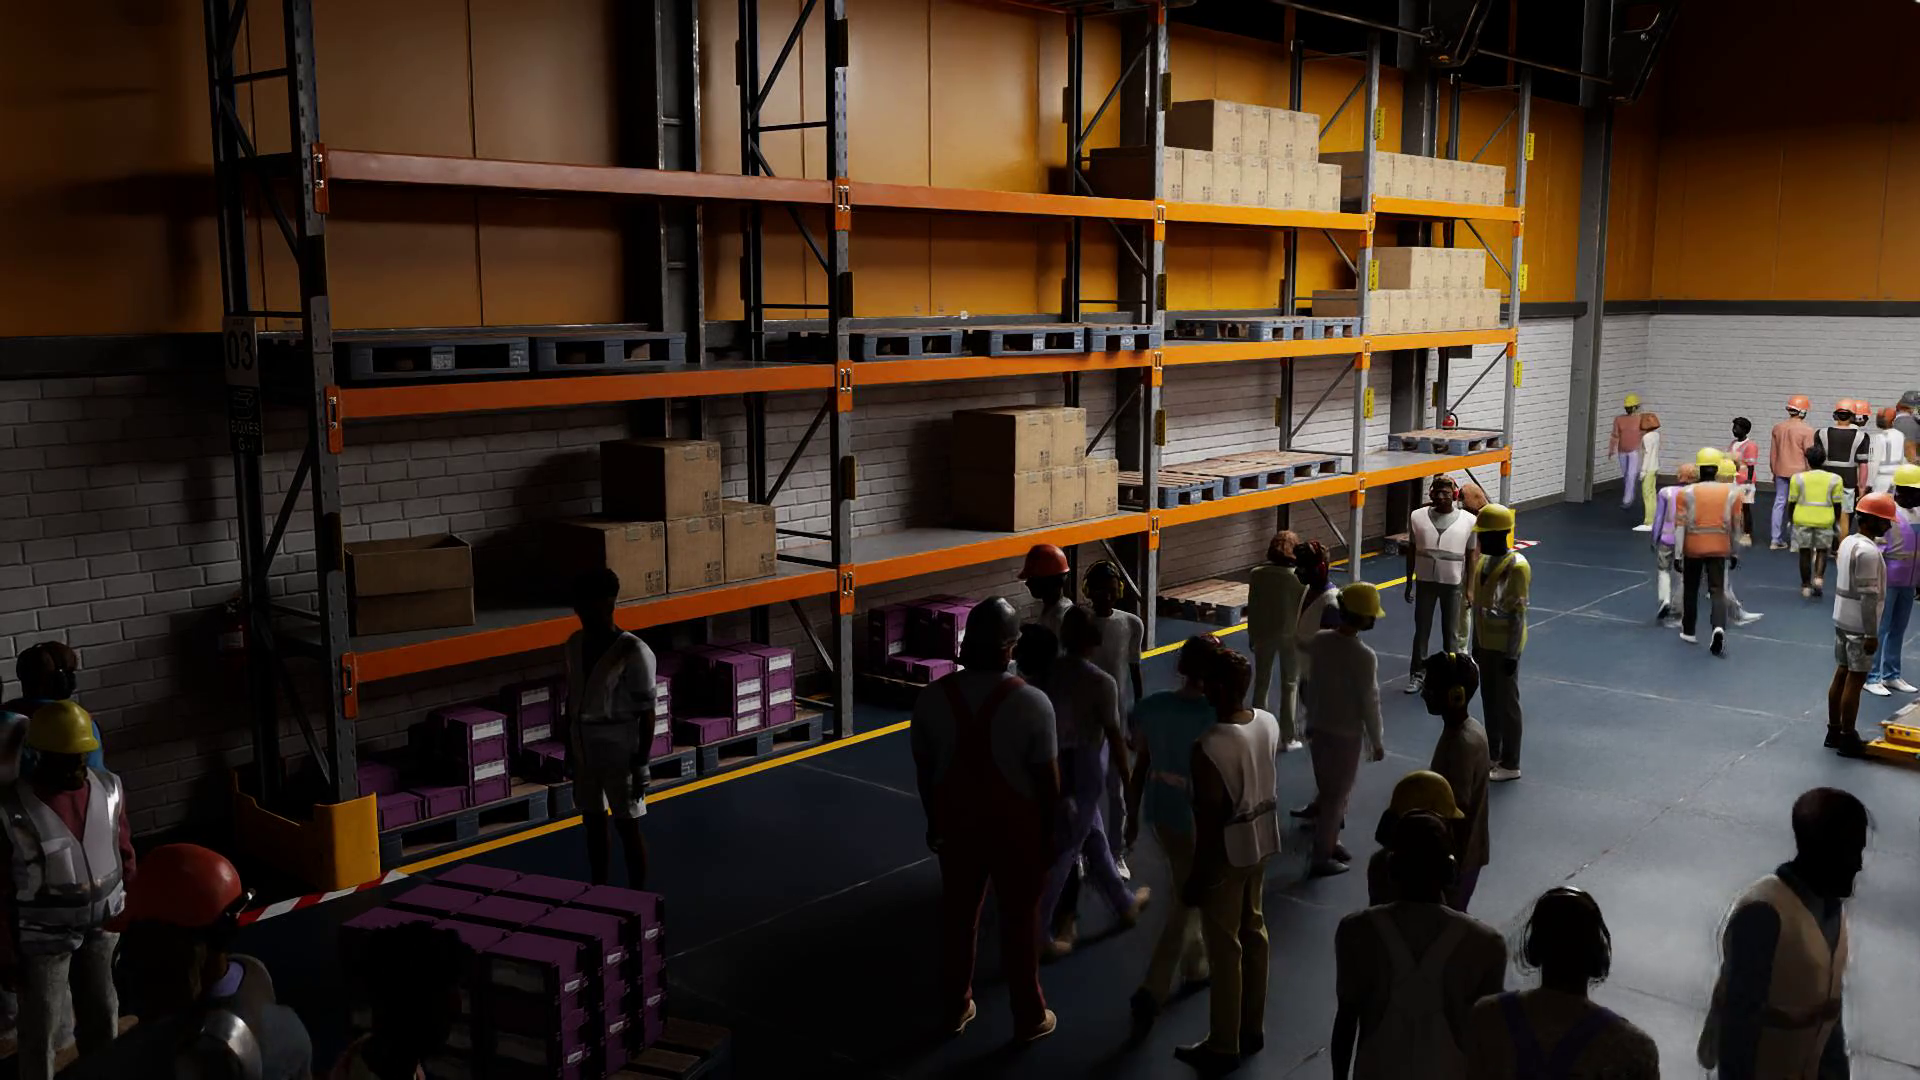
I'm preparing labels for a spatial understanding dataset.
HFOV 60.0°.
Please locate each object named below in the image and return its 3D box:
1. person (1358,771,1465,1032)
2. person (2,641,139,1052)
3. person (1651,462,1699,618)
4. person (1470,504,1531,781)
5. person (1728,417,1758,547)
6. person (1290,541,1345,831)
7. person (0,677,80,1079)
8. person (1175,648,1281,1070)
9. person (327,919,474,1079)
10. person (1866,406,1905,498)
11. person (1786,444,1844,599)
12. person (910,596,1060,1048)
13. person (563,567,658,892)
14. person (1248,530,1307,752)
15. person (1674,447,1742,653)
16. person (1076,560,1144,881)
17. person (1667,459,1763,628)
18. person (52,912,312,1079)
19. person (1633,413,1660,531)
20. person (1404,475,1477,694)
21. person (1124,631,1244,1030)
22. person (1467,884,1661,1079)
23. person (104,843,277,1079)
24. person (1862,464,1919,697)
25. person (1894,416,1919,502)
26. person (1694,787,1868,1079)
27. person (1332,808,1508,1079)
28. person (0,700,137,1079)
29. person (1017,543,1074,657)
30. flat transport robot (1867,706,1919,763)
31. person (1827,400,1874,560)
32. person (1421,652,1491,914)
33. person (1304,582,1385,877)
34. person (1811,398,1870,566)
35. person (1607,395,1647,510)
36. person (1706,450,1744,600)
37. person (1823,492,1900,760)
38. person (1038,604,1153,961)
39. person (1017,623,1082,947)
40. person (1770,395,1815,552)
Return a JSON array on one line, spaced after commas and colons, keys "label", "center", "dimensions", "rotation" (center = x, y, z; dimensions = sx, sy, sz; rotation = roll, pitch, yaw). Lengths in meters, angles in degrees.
[{"label": "person", "center": [1.578, 1.659, 5.876], "dimensions": [0.338, 1.735, 0.488], "rotation": [-1, 9, -5]}, {"label": "person", "center": [-4.029, 1.362, 7.437], "dimensions": [0.625, 1.843, 0.430], "rotation": [3, 9, 17]}, {"label": "person", "center": [7.252, 0.026, 16.750], "dimensions": [0.534, 1.613, 0.402], "rotation": [3, 9, 19]}, {"label": "person", "center": [3.691, 0.700, 11.478], "dimensions": [0.406, 1.918, 0.581], "rotation": [-2, 9, -13]}, {"label": "person", "center": [10.120, -0.752, 21.570], "dimensions": [0.322, 1.690, 0.536], "rotation": [-1, 9, -6]}, {"label": "person", "center": [2.262, 0.910, 10.411], "dimensions": [0.417, 1.828, 0.562], "rotation": [0, 9, 0]}, {"label": "person", "center": [-4.126, 1.413, 7.139], "dimensions": [0.638, 1.832, 0.432], "rotation": [2, 9, 12]}, {"label": "person", "center": [1.186, 1.386, 7.258], "dimensions": [0.392, 1.847, 0.563], "rotation": [8, 12, 40]}, {"label": "person", "center": [-1.377, 1.852, 3.957], "dimensions": [0.446, 1.932, 0.675], "rotation": [-1, 9, -5]}, {"label": "person", "center": [11.611, -0.724, 20.779], "dimensions": [0.675, 1.883, 0.622], "rotation": [-5, 10, -30]}, {"label": "person", "center": [9.217, -0.196, 17.967], "dimensions": [0.548, 1.677, 0.366], "rotation": [3, 9, 21]}, {"label": "person", "center": [0.151, 1.251, 7.511], "dimensions": [0.677, 2.000, 0.536], "rotation": [3, 9, 21]}, {"label": "person", "center": [-1.850, 1.106, 8.686], "dimensions": [0.614, 1.963, 0.361], "rotation": [6, 11, 33]}, {"label": "person", "center": [2.342, 0.738, 12.164], "dimensions": [0.504, 1.623, 0.284], "rotation": [5, 10, 28]}, {"label": "person", "center": [6.955, 0.082, 15.492], "dimensions": [0.598, 1.900, 0.855], "rotation": [2, 9, 12]}, {"label": "person", "center": [0.799, 1.030, 9.533], "dimensions": [0.509, 1.860, 0.334], "rotation": [0, 9, 0]}, {"label": "person", "center": [7.450, 0.053, 16.351], "dimensions": [0.912, 1.693, 0.483], "rotation": [3, 9, 16]}, {"label": "person", "center": [-1.907, 1.829, 4.147], "dimensions": [0.368, 1.936, 0.637], "rotation": [9, 12, 44]}, {"label": "person", "center": [9.484, -0.938, 22.934], "dimensions": [0.268, 1.632, 0.506], "rotation": [7, 11, 37]}, {"label": "person", "center": [3.980, 0.374, 13.788], "dimensions": [0.563, 1.847, 0.389], "rotation": [4, 10, 23]}, {"label": "person", "center": [1.020, 1.335, 7.734], "dimensions": [0.604, 1.810, 0.846], "rotation": [7, 12, 40]}, {"label": "person", "center": [1.640, 1.823, 4.509], "dimensions": [0.561, 1.821, 0.801], "rotation": [7, 11, 37]}, {"label": "person", "center": [-1.893, 1.758, 4.229], "dimensions": [0.396, 2.042, 0.610], "rotation": [-2, 9, -15]}, {"label": "person", "center": [7.801, 0.328, 13.820], "dimensions": [0.585, 1.929, 0.371], "rotation": [-4, 9, -22]}, {"label": "person", "center": [12.611, -0.843, 22.240], "dimensions": [0.335, 1.672, 0.612], "rotation": [-1, 9, -6]}, {"label": "person", "center": [2.531, 1.694, 5.215], "dimensions": [0.676, 1.880, 0.367], "rotation": [-6, 11, -36]}, {"label": "person", "center": [1.393, 1.727, 5.102], "dimensions": [0.503, 1.840, 0.342], "rotation": [3, 9, 17]}, {"label": "person", "center": [-3.489, 1.516, 6.512], "dimensions": [0.403, 1.824, 0.591], "rotation": [5, 10, 31]}, {"label": "person", "center": [0.520, 0.971, 9.689], "dimensions": [0.387, 1.929, 0.543], "rotation": [0, 9, 2]}, {"label": "flat transport robot", "center": [7.230, 1.405, 12.204], "dimensions": [0.652, 0.197, 1.431], "rotation": [8, 12, 43]}, {"label": "person", "center": [10.951, -0.729, 20.464], "dimensions": [0.407, 1.986, 0.616], "rotation": [0, 9, 2]}, {"label": "person", "center": [2.117, 1.393, 7.182], "dimensions": [0.323, 1.861, 0.516], "rotation": [3, 9, 16]}, {"label": "person", "center": [2.243, 1.082, 9.537], "dimensions": [0.520, 1.739, 0.540], "rotation": [-4, 10, -23]}, {"label": "person", "center": [10.604, -0.690, 20.077], "dimensions": [0.612, 2.030, 0.403], "rotation": [5, 10, 30]}, {"label": "person", "center": [10.013, -1.306, 24.994], "dimensions": [0.866, 1.729, 0.525], "rotation": [-8, 12, -42]}, {"label": "person", "center": [8.159, -0.137, 17.735], "dimensions": [0.309, 1.645, 0.514], "rotation": [2, 9, 11]}, {"label": "person", "center": [6.521, 0.609, 12.015], "dimensions": [0.374, 1.928, 0.543], "rotation": [2, 9, 10]}, {"label": "person", "center": [0.654, 1.222, 8.532], "dimensions": [0.988, 1.782, 0.567], "rotation": [-6, 11, -35]}, {"label": "person", "center": [0.506, 1.266, 8.578], "dimensions": [0.378, 1.682, 0.682], "rotation": [-4, 10, -24]}, {"label": "person", "center": [10.610, -0.846, 21.181], "dimensions": [0.377, 1.995, 0.608], "rotation": [-4, 10, -27]}]
